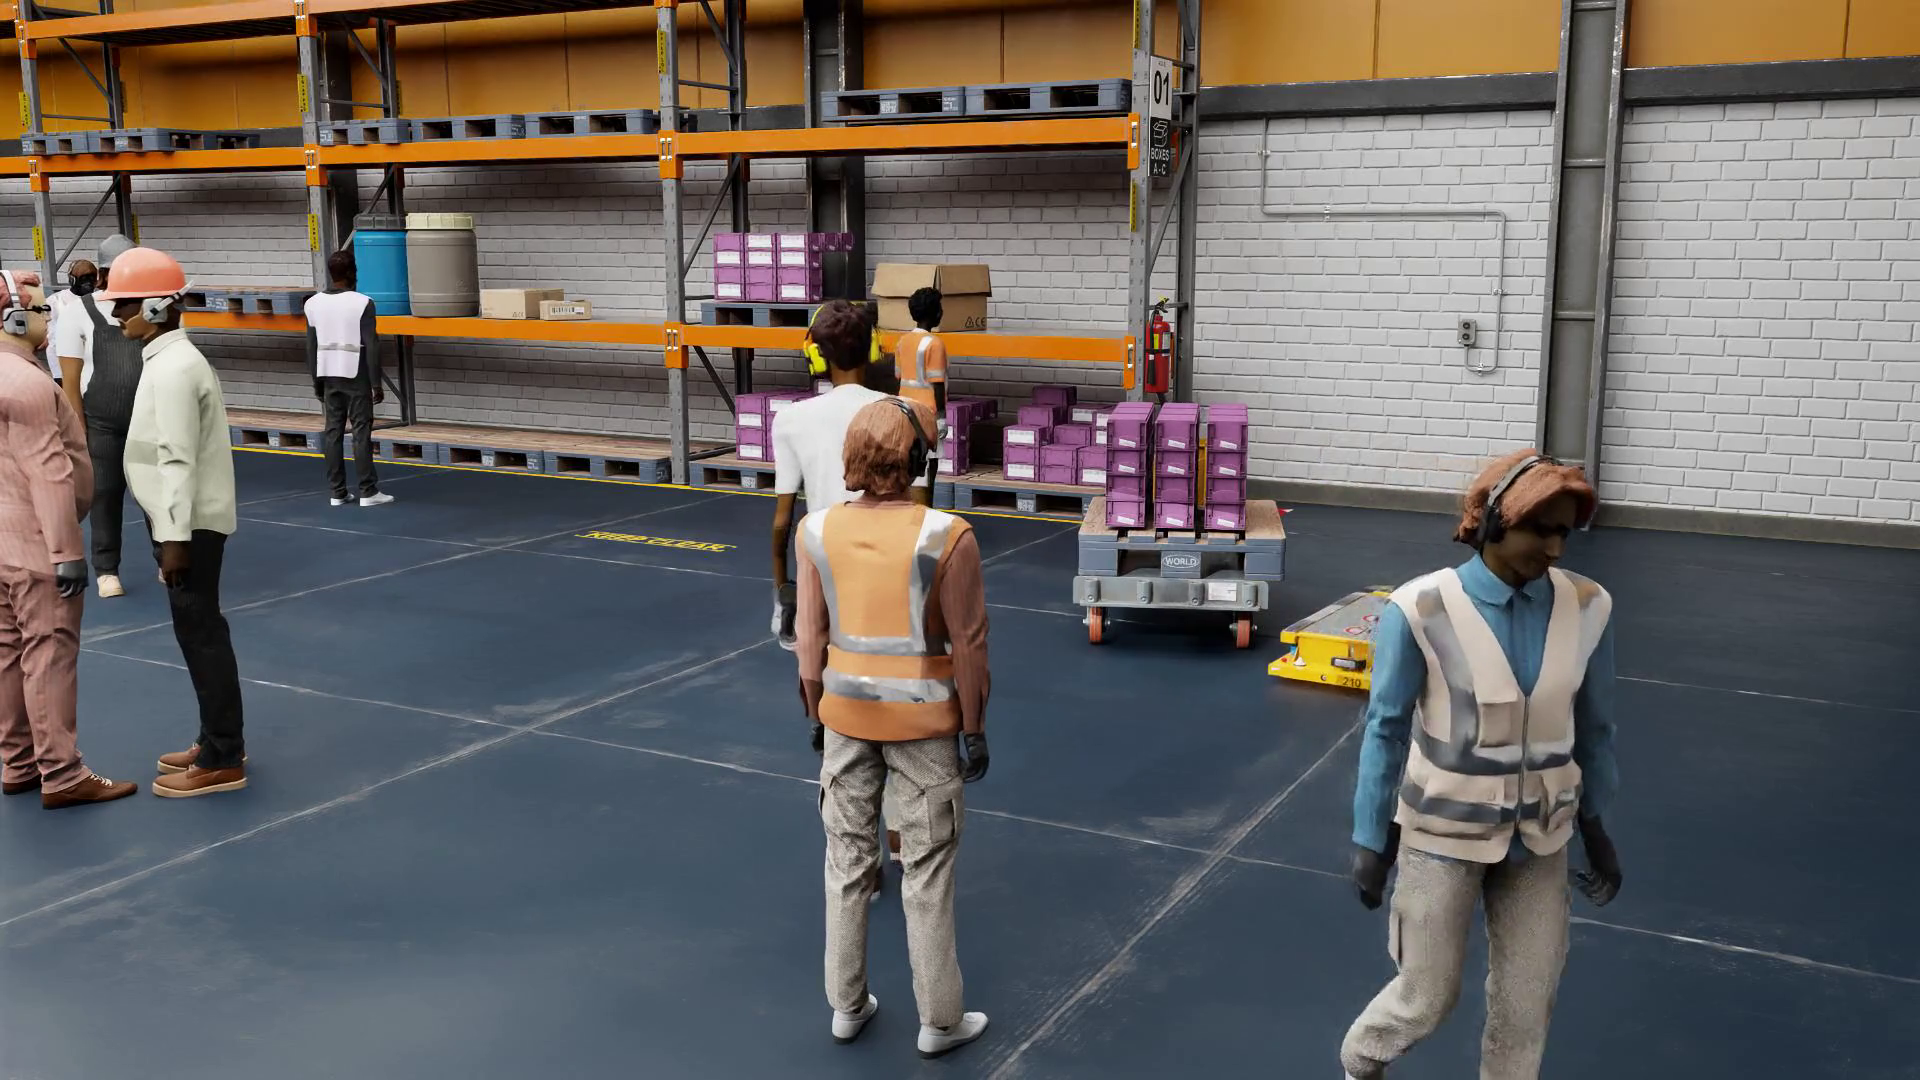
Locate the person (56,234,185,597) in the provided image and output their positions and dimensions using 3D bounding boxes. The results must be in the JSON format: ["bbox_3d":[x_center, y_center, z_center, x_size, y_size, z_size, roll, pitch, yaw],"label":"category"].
[{"bbox_3d":[-4.689,-0.709,9.458,0.683,2.000,0.536,-10,14,-42],"label":"person"}]

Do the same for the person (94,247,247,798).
[{"bbox_3d":[-2.856,-0.059,6.069,0.403,1.986,0.608,-5,12,-26],"label":"person"}]

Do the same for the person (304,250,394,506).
[{"bbox_3d":[-4.627,-1.208,12.530,0.590,1.920,0.399,3,11,15],"label":"person"}]

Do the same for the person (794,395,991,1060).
[{"bbox_3d":[-0.166,0.467,4.109,0.514,1.642,0.311,4,11,23],"label":"person"}]

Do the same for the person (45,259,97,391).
[{"bbox_3d":[-7.117,-1.365,13.610,0.429,1.842,0.626,8,13,37],"label":"person"}]

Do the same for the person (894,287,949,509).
[{"bbox_3d":[-0.238,-0.815,10.984,0.317,1.695,0.540,-6,12,-30],"label":"person"}]

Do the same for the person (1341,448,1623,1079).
[{"bbox_3d":[1.054,0.597,3.436,0.556,1.626,0.487,-3,11,-14],"label":"person"}]

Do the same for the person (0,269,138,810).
[{"bbox_3d":[-3.292,0.002,5.929,0.642,1.909,0.410,8,13,37],"label":"person"}]

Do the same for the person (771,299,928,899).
[{"bbox_3d":[-0.325,0.170,5.234,0.539,1.826,0.656,-1,10,-5],"label":"person"}]

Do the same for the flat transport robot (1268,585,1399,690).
[{"bbox_3d":[2.048,0.454,7.936,0.652,0.197,1.431,6,12,32],"label":"flat transport robot"}]
